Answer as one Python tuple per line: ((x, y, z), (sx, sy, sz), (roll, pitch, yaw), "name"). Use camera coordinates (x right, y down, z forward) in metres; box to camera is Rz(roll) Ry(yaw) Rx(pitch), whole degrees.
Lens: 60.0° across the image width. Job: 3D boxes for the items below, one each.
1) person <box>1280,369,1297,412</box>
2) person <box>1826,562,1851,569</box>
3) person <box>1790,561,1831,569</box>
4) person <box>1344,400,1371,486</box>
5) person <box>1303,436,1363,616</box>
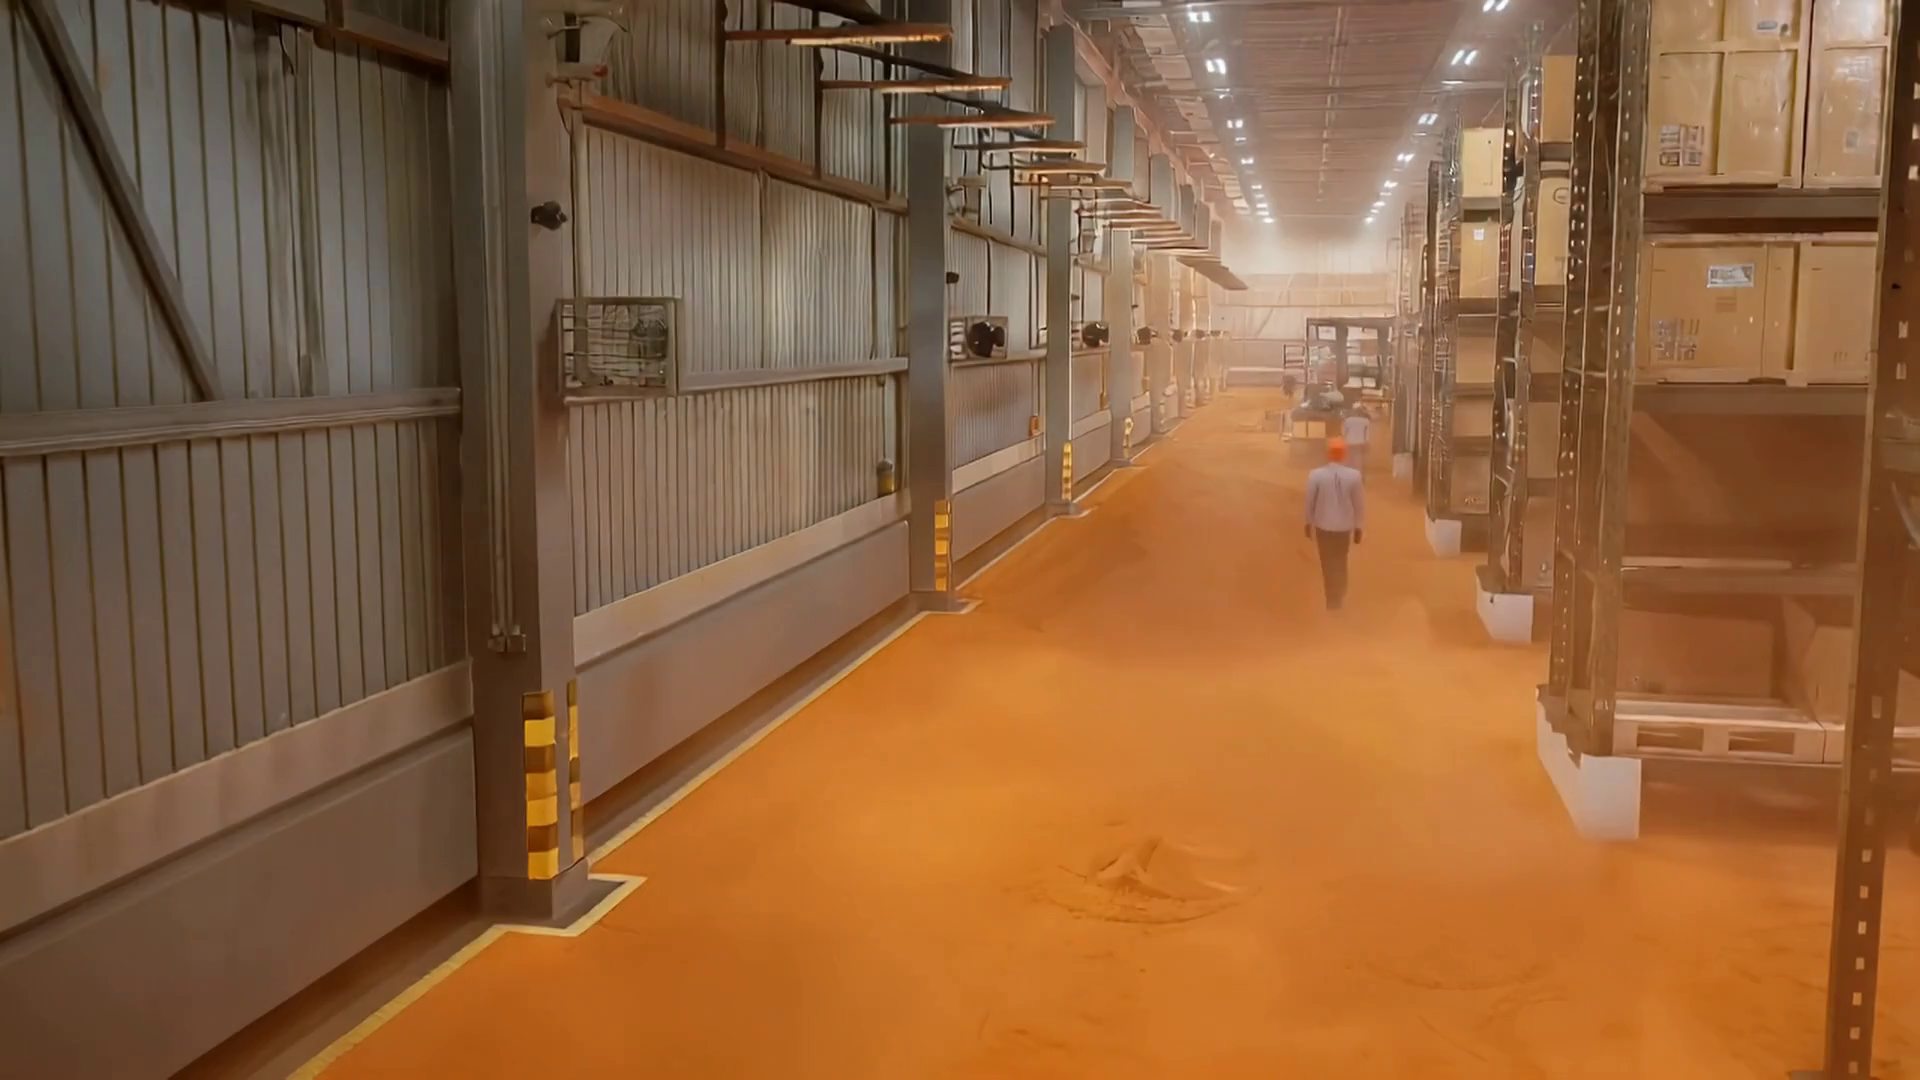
((11.616, -5.130, 58.715), (0.572, 1.822, 0.644), (0, 7, -3), "person")
((7.827, 0.313, 15.054), (0.453, 1.827, 0.651), (0, 7, 4), "person")
((6.415, 0.704, 12.707), (0.405, 1.624, 0.550), (1, 7, 4), "person")
((7.888, -1.886, 32.987), (0.534, 1.755, 0.512), (1, 7, 5), "person")
((4.084, -0.162, 18.323), (0.607, 1.959, 0.688), (-1, 7, -6), "person")
